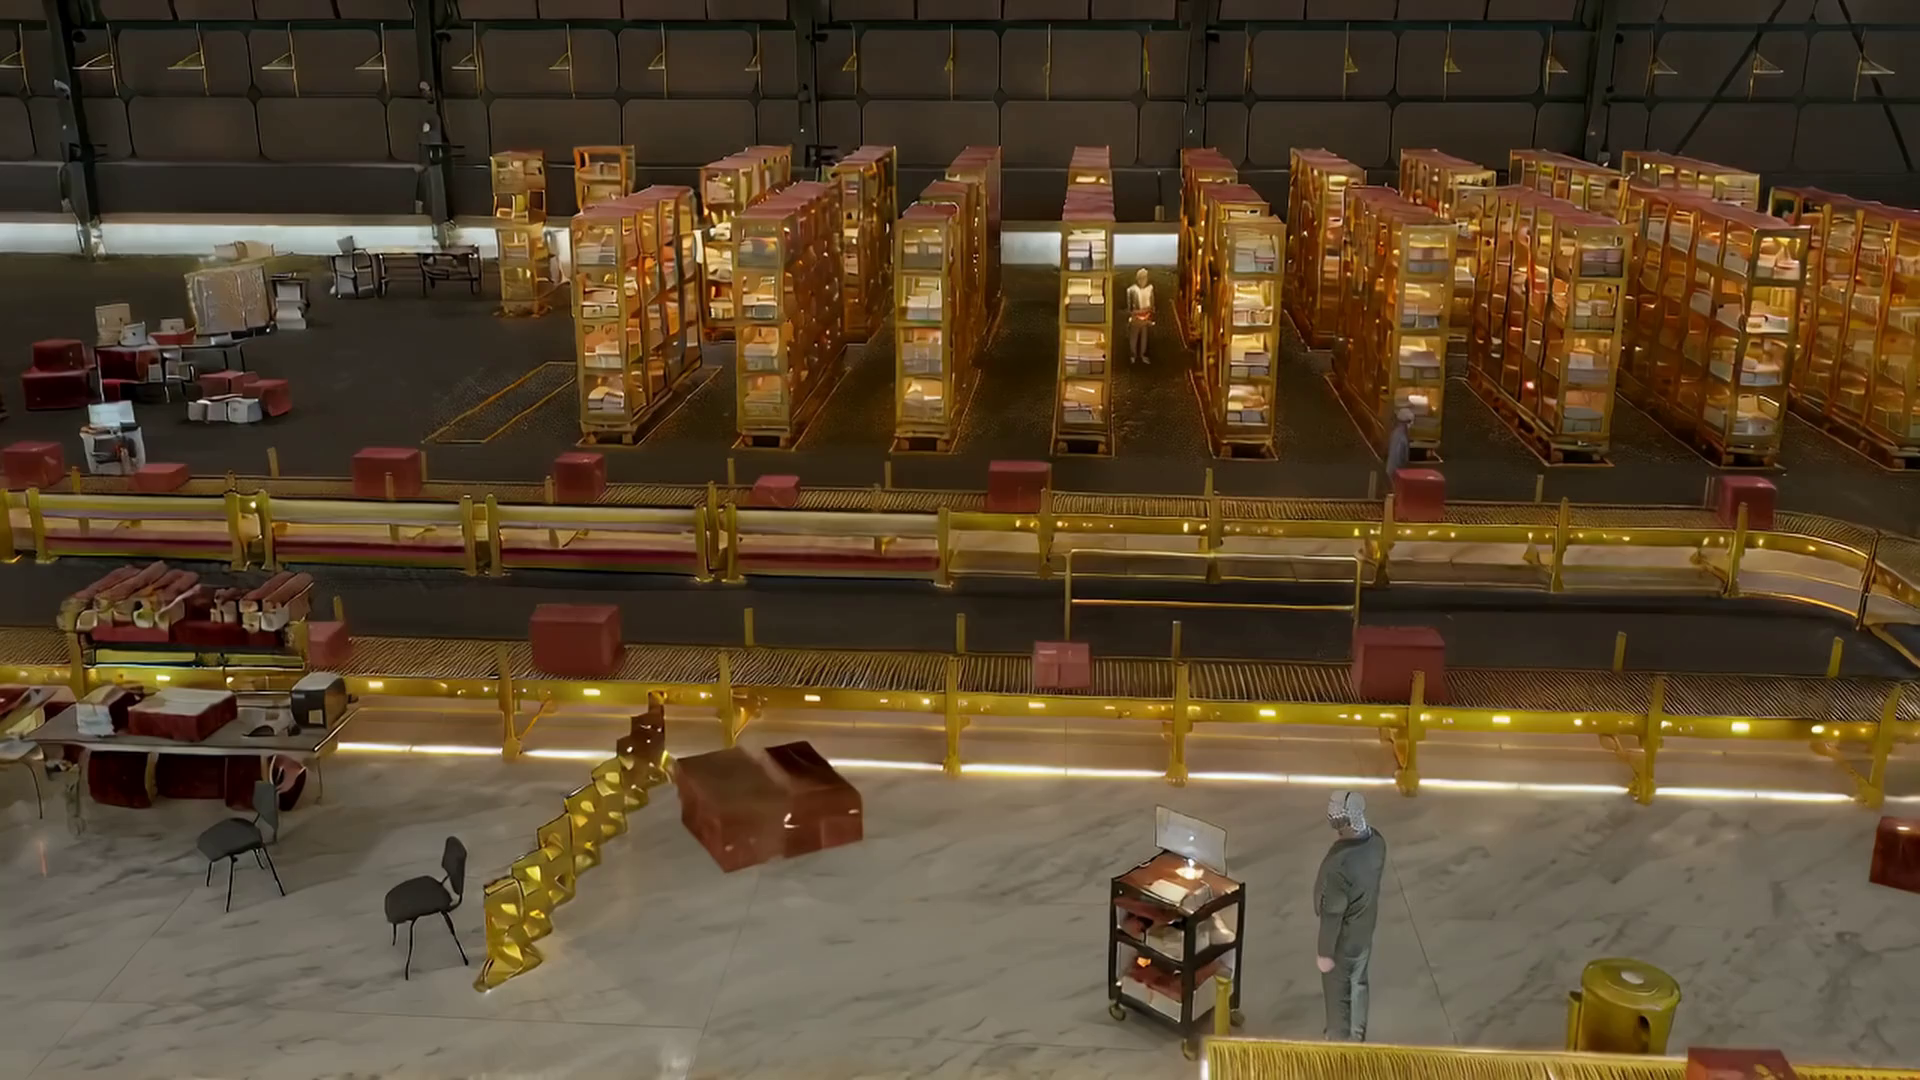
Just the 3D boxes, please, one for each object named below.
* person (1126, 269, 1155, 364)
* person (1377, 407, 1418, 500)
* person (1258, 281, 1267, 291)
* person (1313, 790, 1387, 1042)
[{"bbox_3d":[3.517,-4.353,32.373,0.600,1.831,0.404,-4,18,-14],"label":"person"},{"bbox_3d":[5.748,-0.879,21.519,0.892,1.714,0.549,2,18,7],"label":"person"},{"bbox_3d":[6.444,-5.559,35.975,0.432,1.978,0.611,-2,18,-6],"label":"person"},{"bbox_3d":[2.430,2.479,10.593,0.399,1.900,0.645,14,22,37],"label":"person"}]
